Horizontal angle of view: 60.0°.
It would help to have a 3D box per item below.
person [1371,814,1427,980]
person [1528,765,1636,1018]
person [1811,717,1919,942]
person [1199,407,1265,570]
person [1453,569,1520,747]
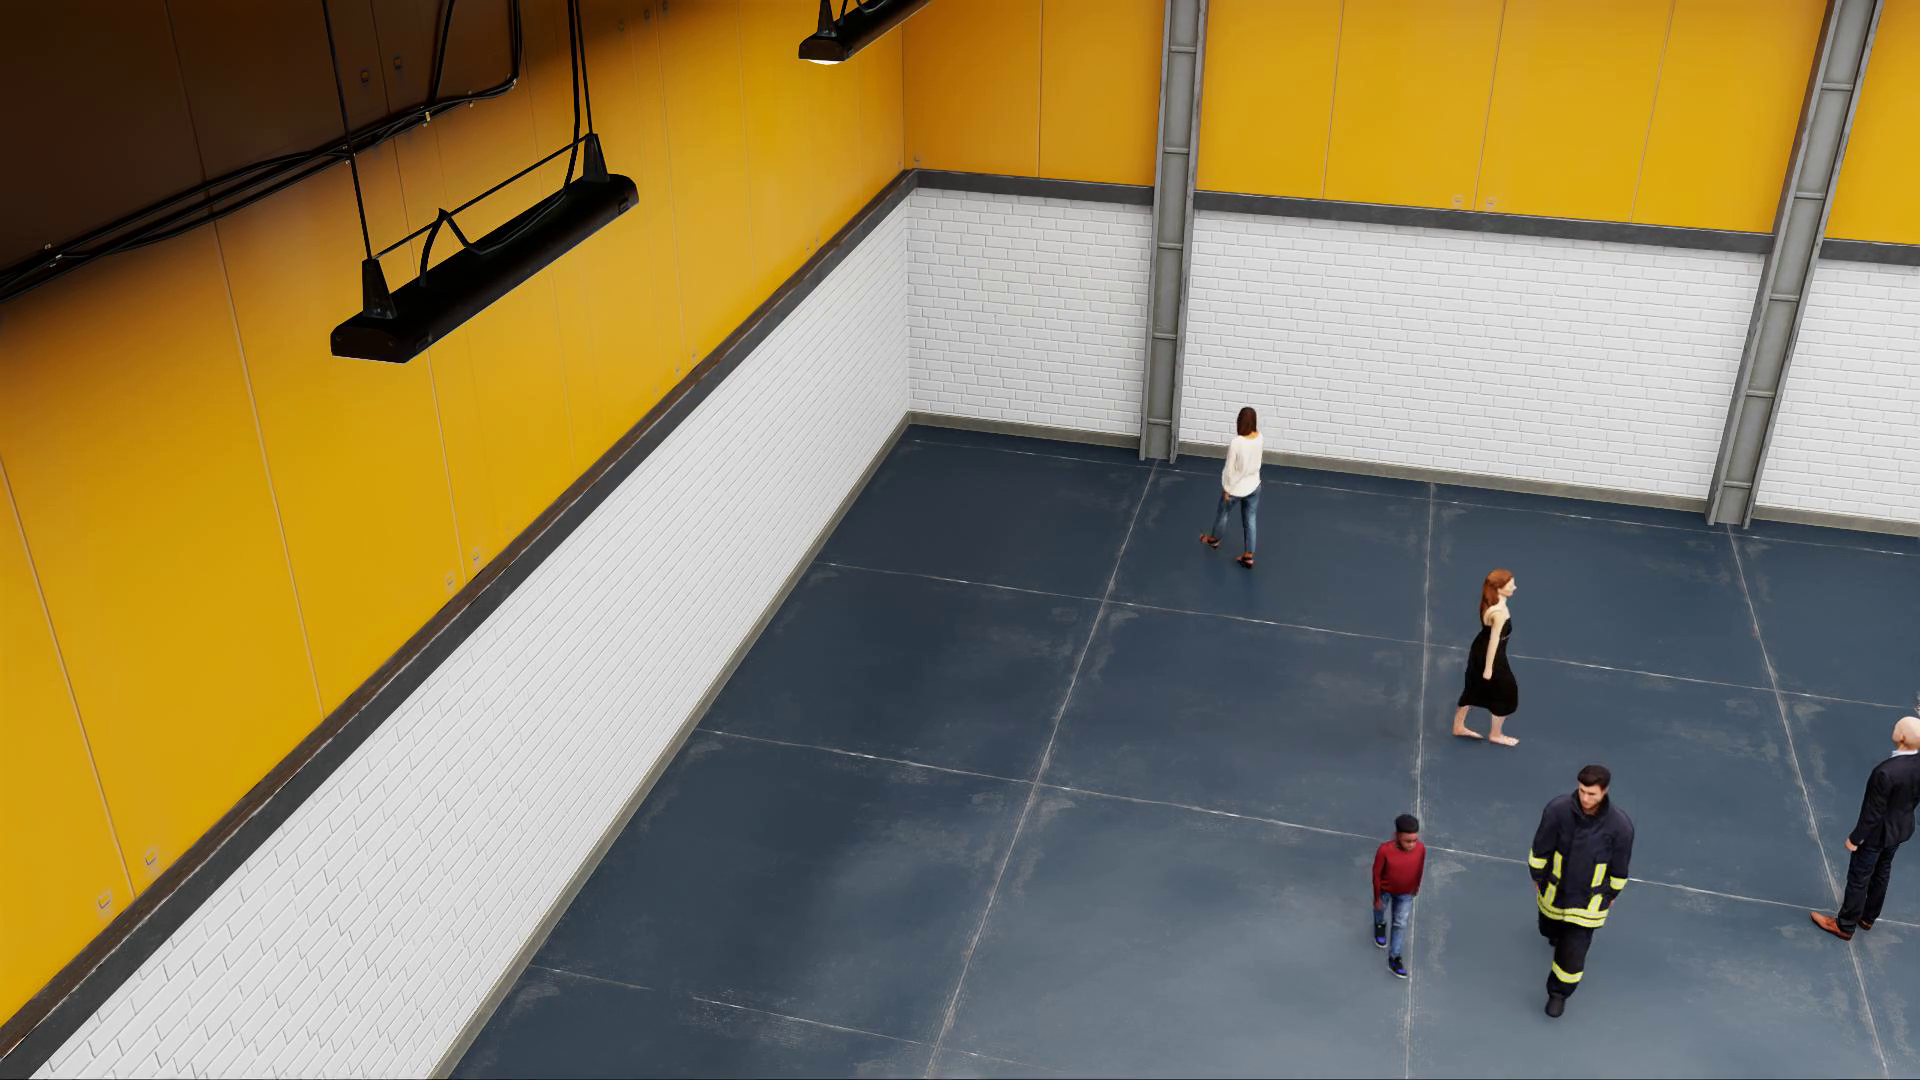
[{"bbox_3d":[2.984,2.343,11.490,0.808,1.225,0.659,1,29,2],"label":"person"},{"bbox_3d":[4.094,2.212,11.022,1.112,1.903,0.987,14,32,24],"label":"person"},{"bbox_3d":[6.392,1.995,11.528,0.749,1.800,0.829,-13,31,-22],"label":"person"},{"bbox_3d":[2.803,-0.480,16.211,0.985,1.659,1.044,-15,32,-26],"label":"person"},{"bbox_3d":[4.242,0.954,13.634,0.770,1.610,0.634,4,29,8],"label":"person"}]
